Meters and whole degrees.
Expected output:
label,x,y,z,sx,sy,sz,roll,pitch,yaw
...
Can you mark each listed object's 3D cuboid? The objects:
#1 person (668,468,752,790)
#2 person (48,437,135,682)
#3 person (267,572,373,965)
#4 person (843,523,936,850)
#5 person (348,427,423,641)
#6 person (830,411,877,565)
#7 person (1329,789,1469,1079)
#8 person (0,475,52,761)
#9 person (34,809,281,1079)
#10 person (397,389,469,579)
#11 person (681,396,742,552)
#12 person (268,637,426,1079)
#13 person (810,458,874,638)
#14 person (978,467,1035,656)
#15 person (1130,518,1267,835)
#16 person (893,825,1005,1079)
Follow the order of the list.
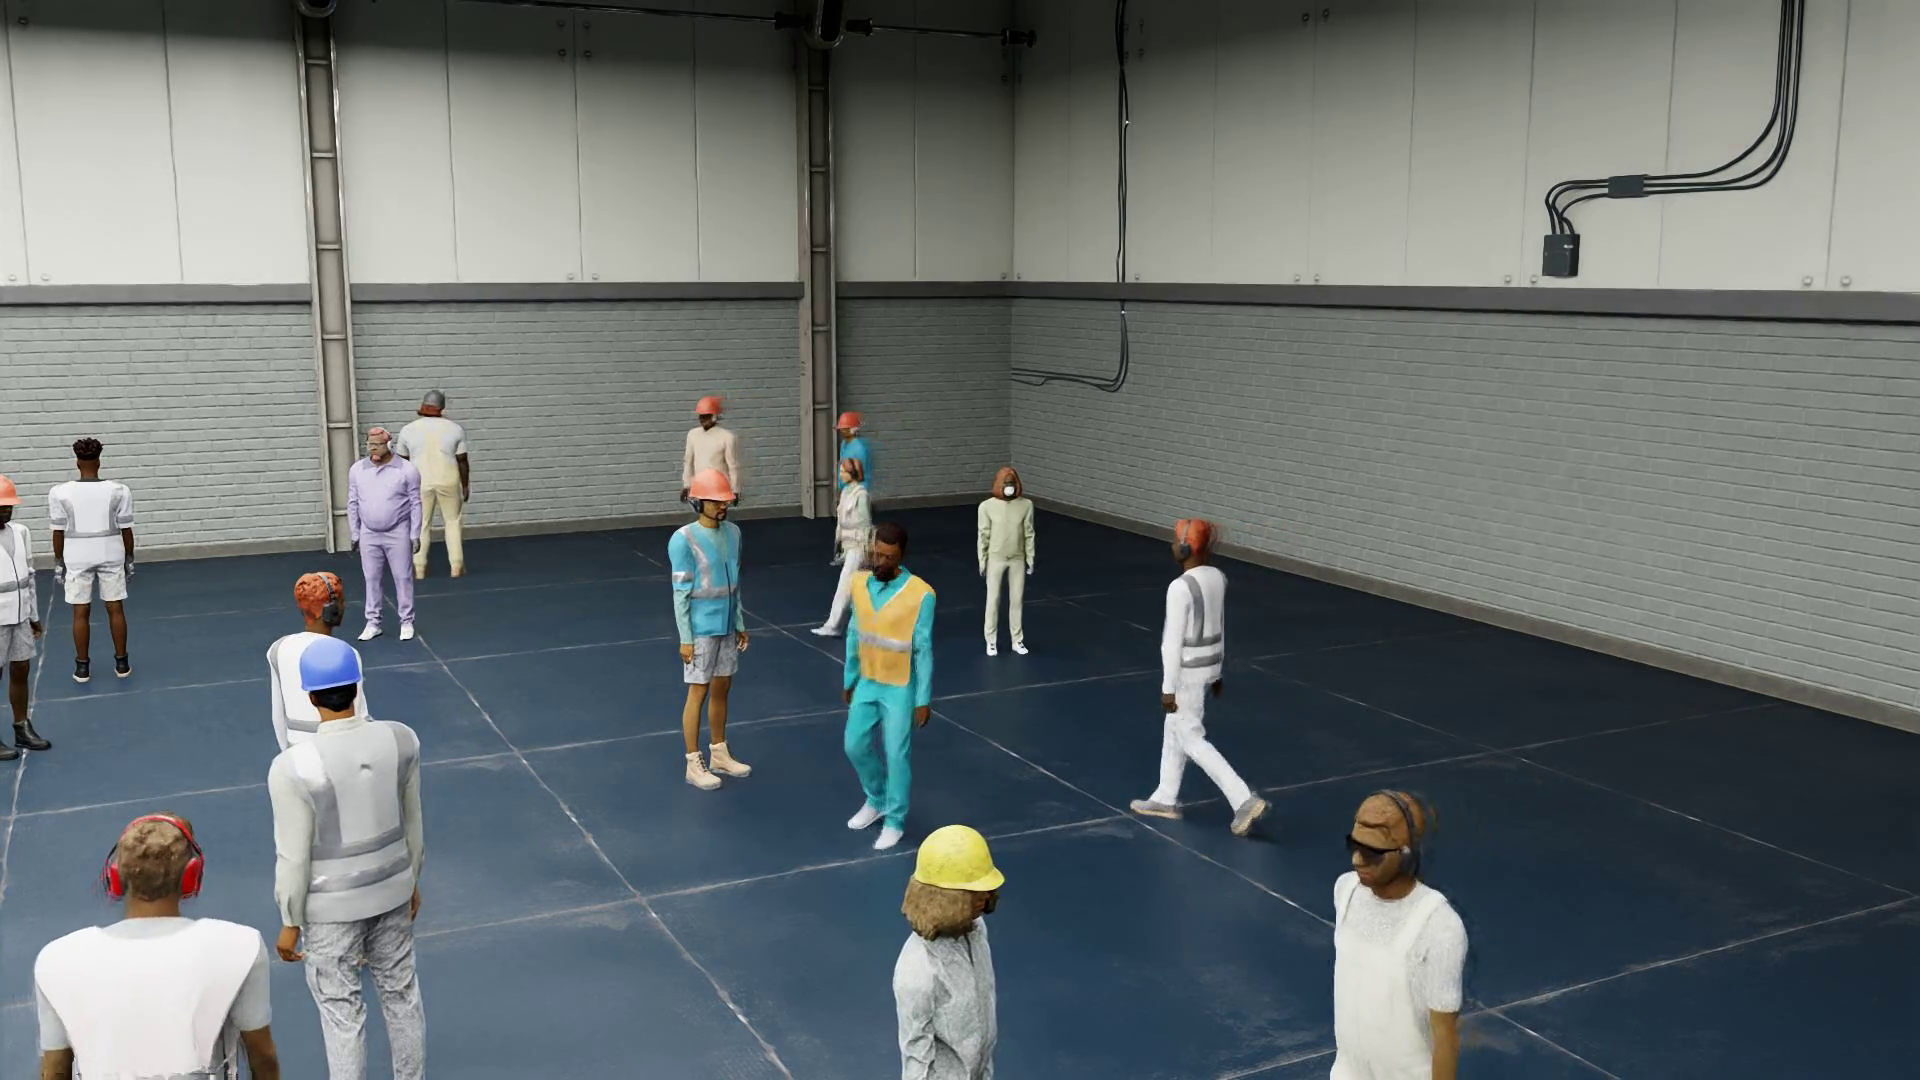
label,x,y,z,sx,sy,sz,roll,pitch,yaw
person,-1.569,0.553,10.615,0.375,2.043,0.610,6,11,31
person,-6.936,0.156,13.337,0.597,1.959,0.369,-6,11,-31
person,-2.975,1.081,7.856,0.574,1.883,0.356,5,10,26
person,-0.383,0.822,9.461,0.648,1.892,0.456,6,11,34
person,-5.097,-0.048,14.739,0.644,1.907,0.400,0,9,0
person,-1.131,-0.586,18.595,0.659,1.726,0.562,-4,10,-23
person,1.328,1.594,4.966,0.923,1.811,0.515,-6,11,-31
person,-6.425,0.519,11.198,0.387,1.930,0.539,3,10,16
person,-2.171,1.645,4.537,0.613,1.825,0.472,-3,10,-17
person,-5.624,-0.610,17.785,0.733,2.000,0.538,-2,10,-14
person,-2.621,-0.579,17.855,0.609,1.966,0.871,6,11,32
person,-2.265,1.322,6.181,0.402,1.944,0.605,7,11,36
person,-1.038,0.078,14.841,0.795,1.603,0.546,-3,10,-20
person,0.396,0.184,14.178,0.501,1.627,0.283,-2,10,-14
person,1.414,0.794,9.725,0.860,1.858,0.584,6,11,34
person,-0.018,1.652,4.797,0.313,1.736,0.486,4,10,23
